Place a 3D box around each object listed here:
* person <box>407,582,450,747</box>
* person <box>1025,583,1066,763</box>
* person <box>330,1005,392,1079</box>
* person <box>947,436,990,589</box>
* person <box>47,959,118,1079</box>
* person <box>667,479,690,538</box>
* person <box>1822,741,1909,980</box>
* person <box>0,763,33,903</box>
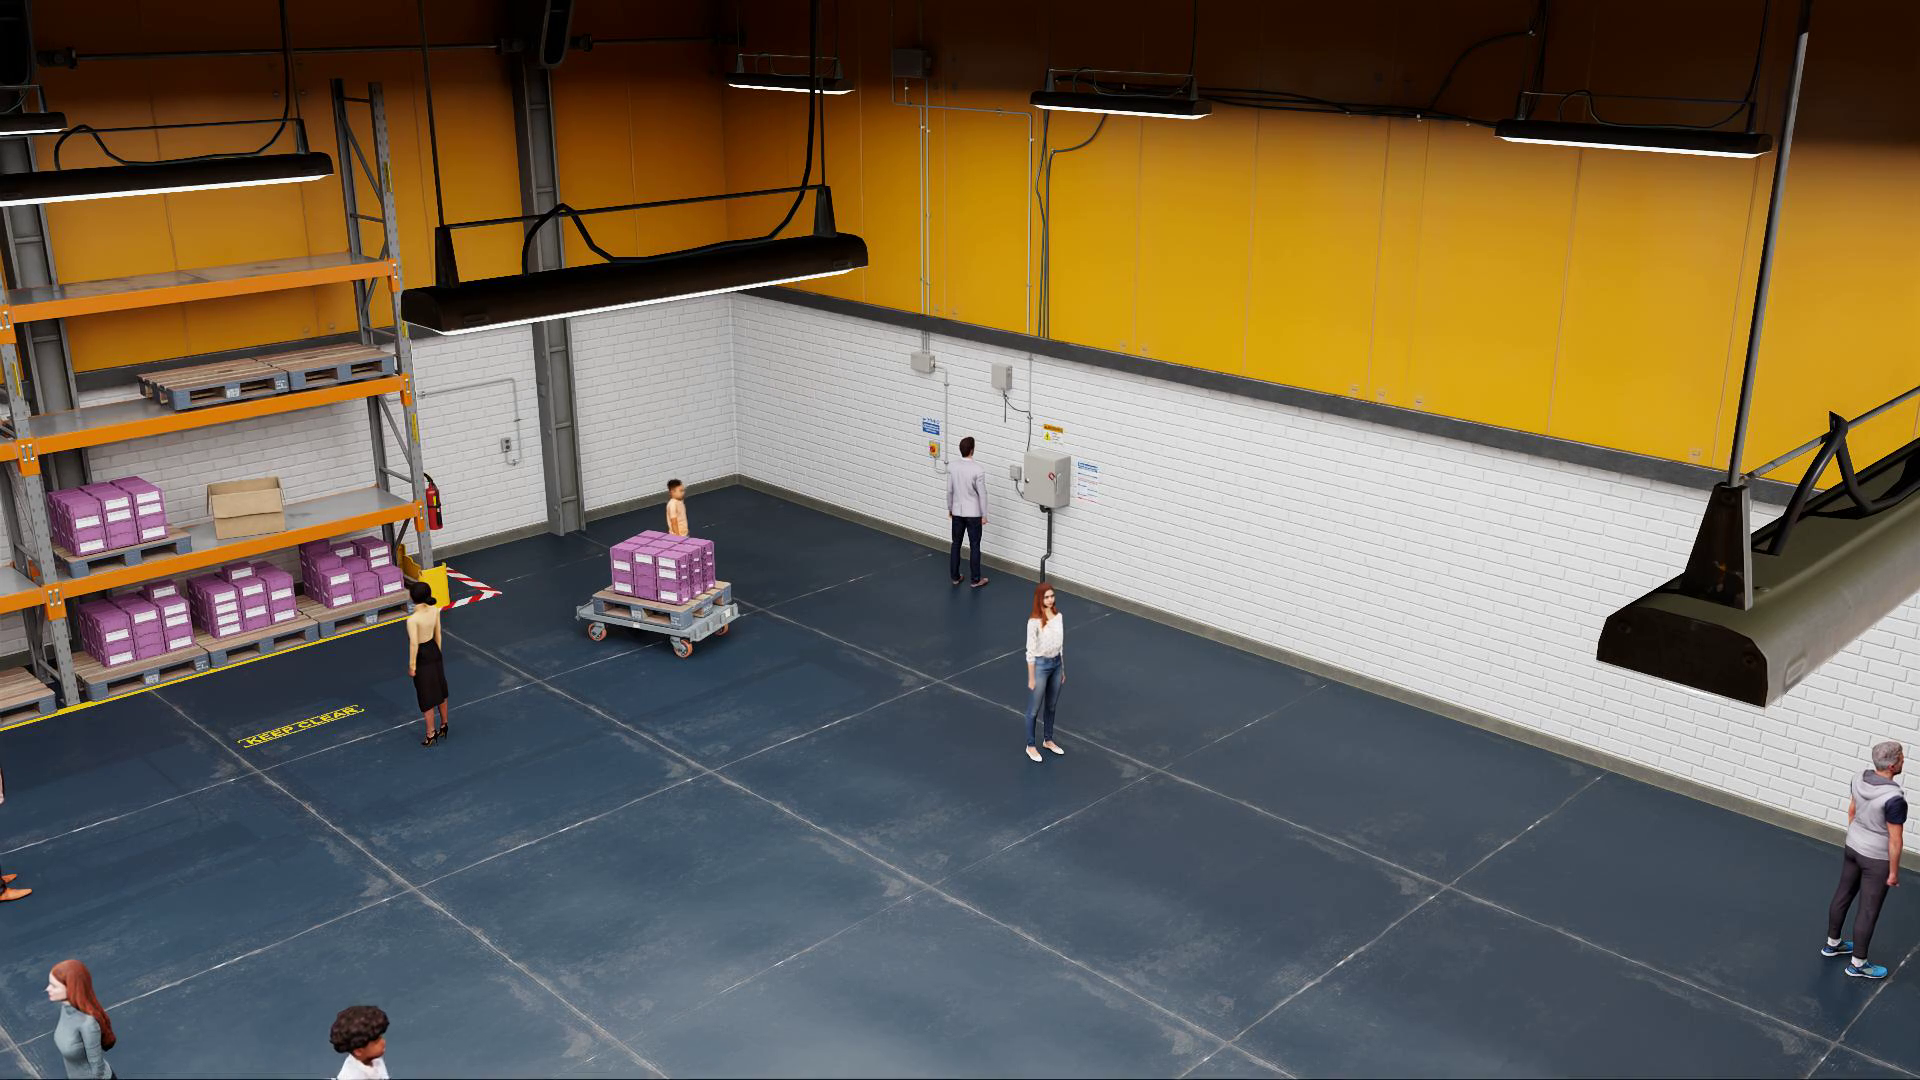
[{"bbox_3d":[-5.110,1.175,15.951,0.697,1.653,0.583,8,20,22],"label":"person"},{"bbox_3d":[0.799,1.221,15.698,0.490,1.729,0.673,-13,22,-33],"label":"person"},{"bbox_3d":[-3.323,3.380,9.175,0.825,1.798,0.784,-2,19,-6],"label":"person"},{"bbox_3d":[0.077,-0.350,20.170,0.737,1.850,0.672,9,21,26],"label":"person"},{"bbox_3d":[-5.075,3.220,9.736,0.549,1.743,0.581,-16,24,-39],"label":"person"},{"bbox_3d":[-3.362,-0.048,19.892,0.728,1.455,0.657,-1,19,-2],"label":"person"},{"bbox_3d":[6.698,2.322,12.267,0.792,1.830,0.771,-3,19,-8],"label":"person"},{"bbox_3d":[-7.824,2.011,13.227,0.576,1.808,0.687,-16,25,-40],"label":"person"}]
